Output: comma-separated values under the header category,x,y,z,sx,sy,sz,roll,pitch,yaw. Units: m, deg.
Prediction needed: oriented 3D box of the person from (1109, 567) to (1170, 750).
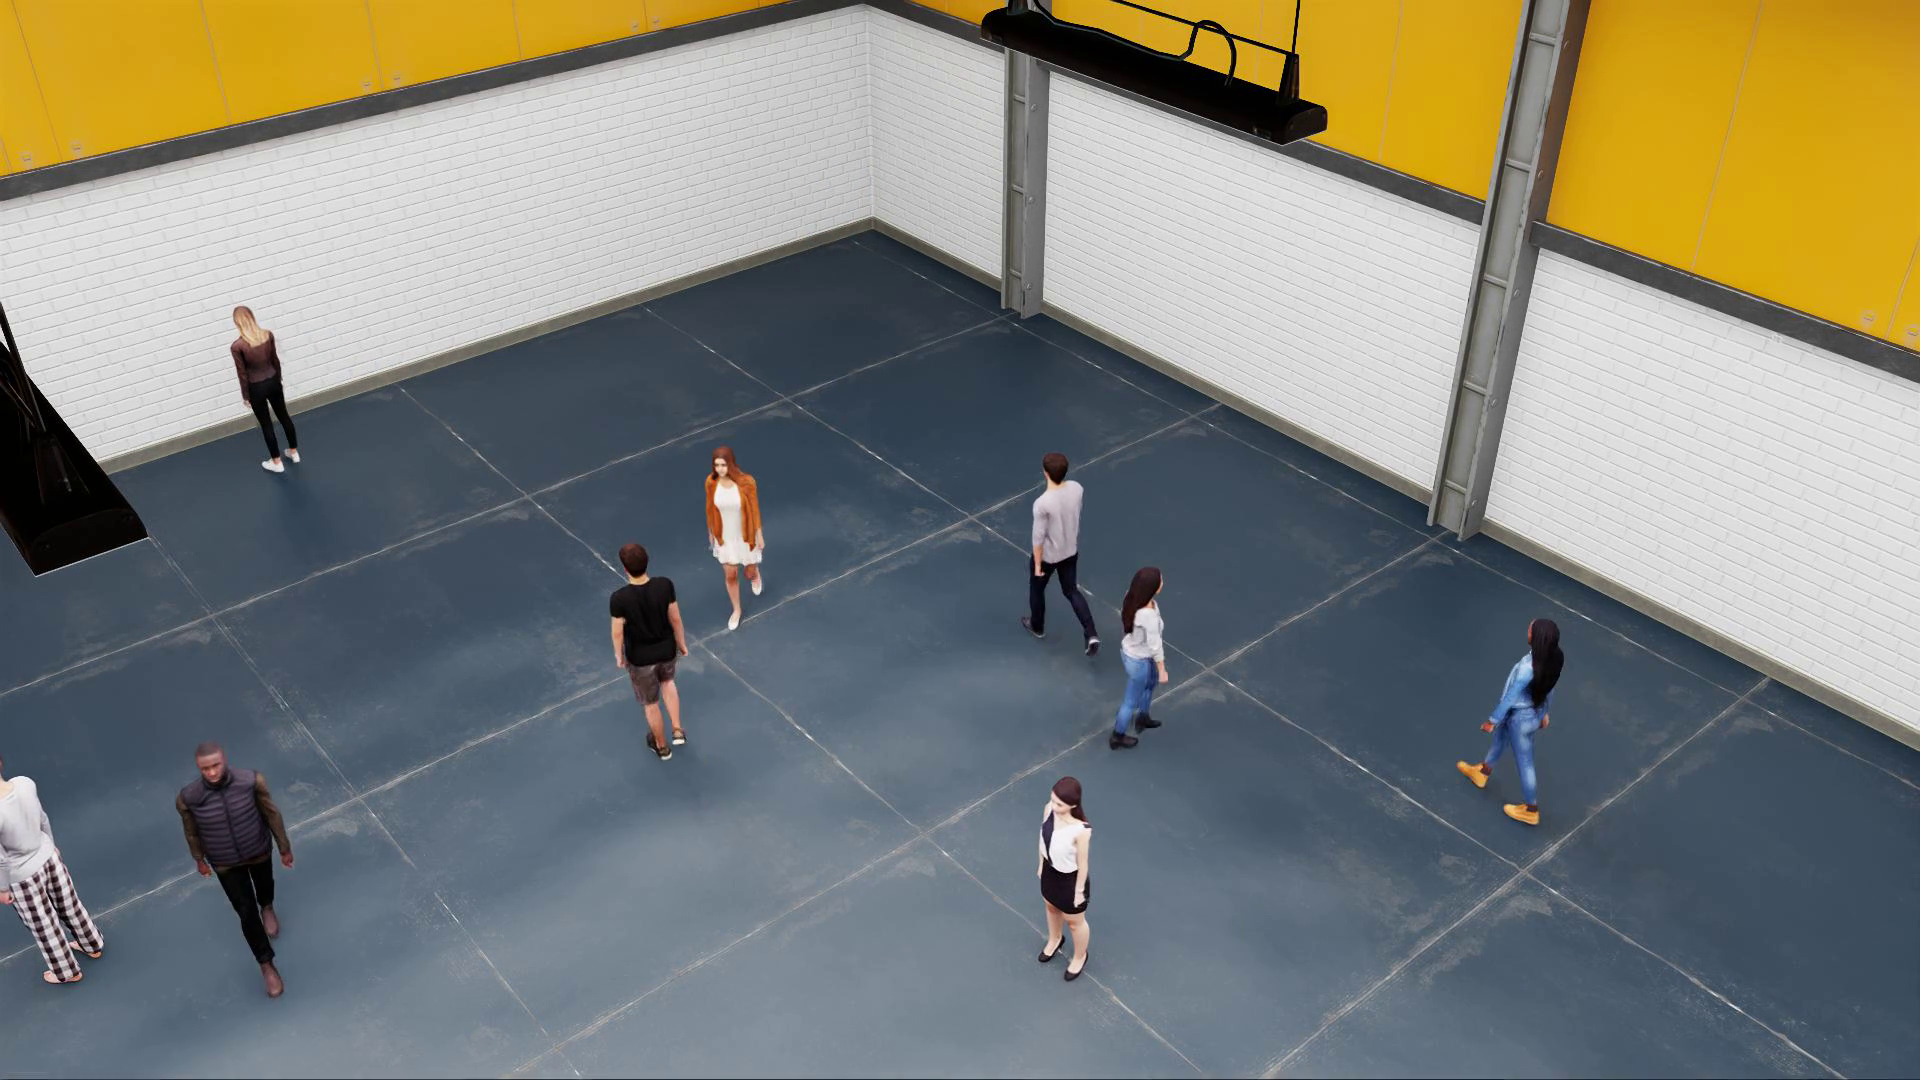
category,x,y,z,sx,sy,sz,roll,pitch,yaw
person,1.250,0.913,12.370,0.821,1.614,0.767,-6,34,-10

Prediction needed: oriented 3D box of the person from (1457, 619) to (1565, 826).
category,x,y,z,sx,sy,sz,roll,pitch,yaw
person,4.054,1.314,11.697,0.646,1.691,0.971,-29,43,-36

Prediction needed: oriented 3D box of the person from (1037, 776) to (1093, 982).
category,x,y,z,sx,sy,sz,roll,pitch,yaw
person,0.667,2.129,10.510,0.602,1.647,0.459,-26,42,-34

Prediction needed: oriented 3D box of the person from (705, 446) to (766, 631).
category,x,y,z,sx,sy,sz,roll,pitch,yaw
person,-1.841,-0.088,13.794,0.889,1.703,0.953,2,34,3

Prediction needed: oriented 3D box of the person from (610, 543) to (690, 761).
category,x,y,z,sx,sy,sz,roll,pitch,yaw
person,-2.237,0.872,12.214,0.726,1.854,0.685,-17,37,-24

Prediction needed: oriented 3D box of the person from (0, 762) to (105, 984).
category,x,y,z,sx,sy,sz,roll,pitch,yaw
person,-5.846,2.046,10.455,0.734,1.846,0.714,9,35,13

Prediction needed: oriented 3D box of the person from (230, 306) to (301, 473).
category,x,y,z,sx,sy,sz,roll,pitch,yaw
person,-6.628,-1.450,15.843,0.601,1.705,0.657,20,39,28

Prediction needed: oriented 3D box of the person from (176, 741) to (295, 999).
category,x,y,z,sx,sy,sz,roll,pitch,yaw
person,-4.586,1.961,10.634,0.882,1.790,1.218,-16,37,-23

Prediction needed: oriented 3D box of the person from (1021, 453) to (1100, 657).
category,x,y,z,sx,sy,sz,roll,pitch,yaw
person,0.833,0.136,13.351,0.775,1.820,1.130,-19,38,-26
